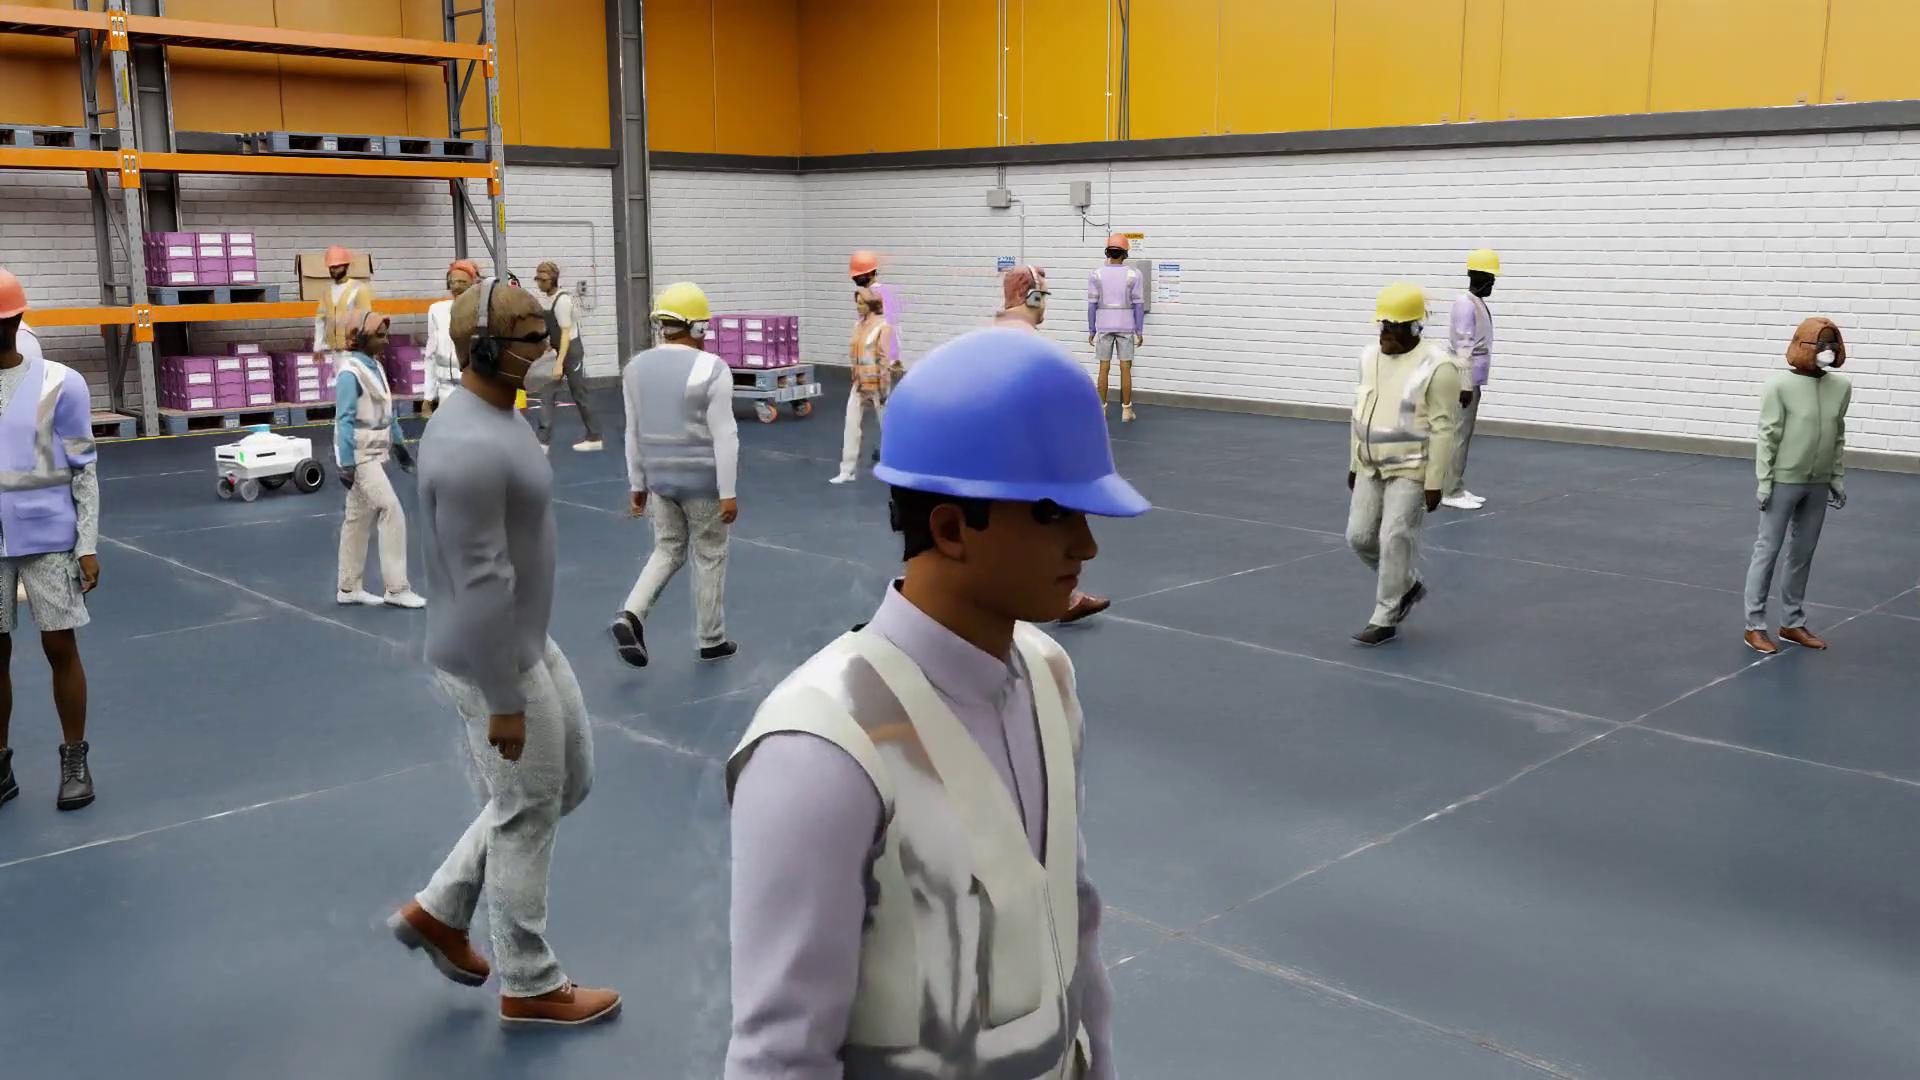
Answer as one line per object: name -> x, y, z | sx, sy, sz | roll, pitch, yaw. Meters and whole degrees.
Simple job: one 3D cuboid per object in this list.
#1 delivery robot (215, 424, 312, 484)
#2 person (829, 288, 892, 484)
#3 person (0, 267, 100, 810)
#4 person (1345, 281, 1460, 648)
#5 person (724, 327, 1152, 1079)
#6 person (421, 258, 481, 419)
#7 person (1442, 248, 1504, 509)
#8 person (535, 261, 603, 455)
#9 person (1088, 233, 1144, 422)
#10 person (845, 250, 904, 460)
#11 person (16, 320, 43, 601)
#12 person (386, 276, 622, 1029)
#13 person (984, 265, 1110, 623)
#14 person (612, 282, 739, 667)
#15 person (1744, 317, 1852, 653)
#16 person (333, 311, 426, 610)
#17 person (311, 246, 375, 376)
delivery robot -> -5.408, -0.658, 12.931 | 0.477, 0.478, 0.707 | 5, 12, 27
person -> -0.679, -1.275, 13.683 | 0.829, 1.606, 0.524 | -8, 13, -37
person -> -3.295, 0.008, 5.802 | 0.547, 1.930, 0.384 | -3, 11, -14
person -> 2.154, -0.362, 8.160 | 0.524, 1.805, 0.614 | -7, 12, -32
person -> 0.077, 0.731, 1.878 | 0.775, 1.916, 0.650 | 5, 11, 25
person -> -3.390, -1.000, 11.465 | 0.616, 1.866, 0.743 | 3, 11, 17
person -> 3.817, -1.199, 12.400 | 0.382, 1.921, 0.591 | 5, 11, 23
person -> -3.703, -1.668, 15.336 | 0.909, 1.779, 0.520 | -9, 14, -40
person -> 1.695, -2.301, 18.082 | 0.615, 2.043, 0.373 | 2, 11, 12
person -> -0.742, -1.641, 14.892 | 0.543, 1.890, 0.563 | 1, 10, 7
person -> -5.369, -0.576, 9.236 | 0.629, 1.839, 0.429 | 4, 11, 23
person -> -1.159, 0.308, 4.179 | 0.493, 1.923, 0.650 | -2, 11, -10
person -> 0.407, -0.430, 8.366 | 0.961, 1.863, 0.651 | -3, 11, -14
person -> -1.304, -0.276, 7.680 | 0.600, 1.816, 0.656 | 5, 12, 27
person -> 4.095, -0.266, 8.106 | 0.501, 1.633, 0.282 | -3, 11, -15
person -> -3.132, -0.426, 9.019 | 0.657, 1.612, 0.521 | -1, 10, -8
person -> -6.015, -1.884, 16.141 | 0.568, 1.912, 0.644 | 4, 11, 20
